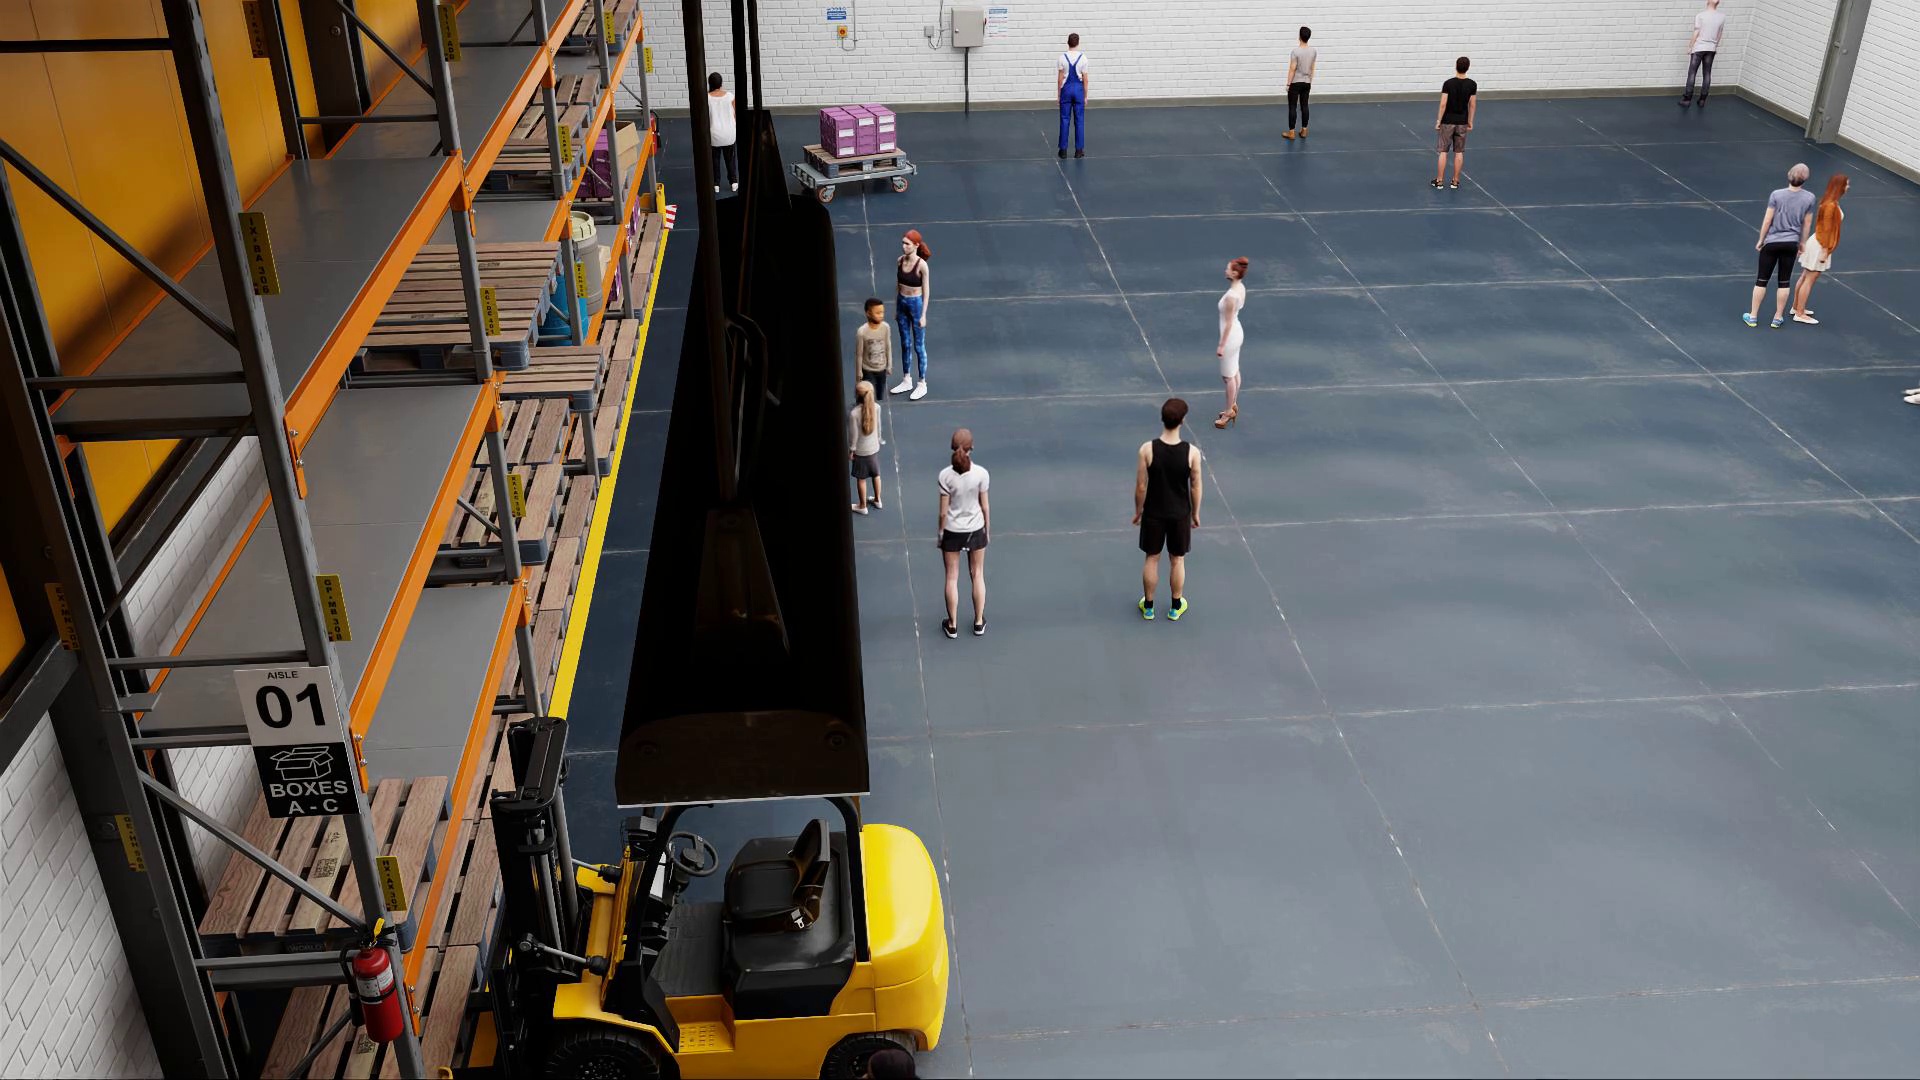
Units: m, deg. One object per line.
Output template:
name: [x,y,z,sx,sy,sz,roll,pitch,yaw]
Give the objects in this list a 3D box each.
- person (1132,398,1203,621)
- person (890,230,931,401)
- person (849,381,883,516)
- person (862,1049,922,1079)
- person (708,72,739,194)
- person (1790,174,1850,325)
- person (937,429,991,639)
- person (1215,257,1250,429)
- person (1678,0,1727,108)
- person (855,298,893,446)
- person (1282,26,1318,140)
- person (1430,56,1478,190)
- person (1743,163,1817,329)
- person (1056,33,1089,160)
person: [1.640,-0.229,13.217,0.735,1.890,0.636,3,29,6]
person: [-0.500,-2.337,17.191,0.689,1.785,0.748,21,35,33]
person: [-0.851,-0.848,14.994,0.601,1.276,0.649,-22,36,-35]
person: [-0.281,2.954,7.518,0.734,1.760,0.569,-5,29,-9]
person: [-3.415,-5.809,23.657,0.687,1.688,0.647,-7,29,-12]
person: [9.891,-3.375,19.161,0.743,1.723,0.620,8,30,14]
person: [0.020,-0.049,13.035,0.573,1.750,0.529,-4,29,-7]
person: [2.696,-1.964,16.503,0.701,1.791,0.570,11,31,19]
person: [12.499,-8.230,27.946,0.653,1.832,0.579,-1,29,-2]
person: [-0.891,-1.697,16.374,0.822,1.444,0.978,-17,33,-29]
person: [5.350,-7.203,26.179,0.653,1.722,0.595,-9,30,-16]
person: [7.060,-5.968,23.770,0.707,1.861,0.599,1,29,1]
person: [9.353,-3.354,18.951,0.741,1.887,0.696,8,30,14]
person: [1.689,-6.733,25.184,0.663,1.849,0.611,2,29,3]
